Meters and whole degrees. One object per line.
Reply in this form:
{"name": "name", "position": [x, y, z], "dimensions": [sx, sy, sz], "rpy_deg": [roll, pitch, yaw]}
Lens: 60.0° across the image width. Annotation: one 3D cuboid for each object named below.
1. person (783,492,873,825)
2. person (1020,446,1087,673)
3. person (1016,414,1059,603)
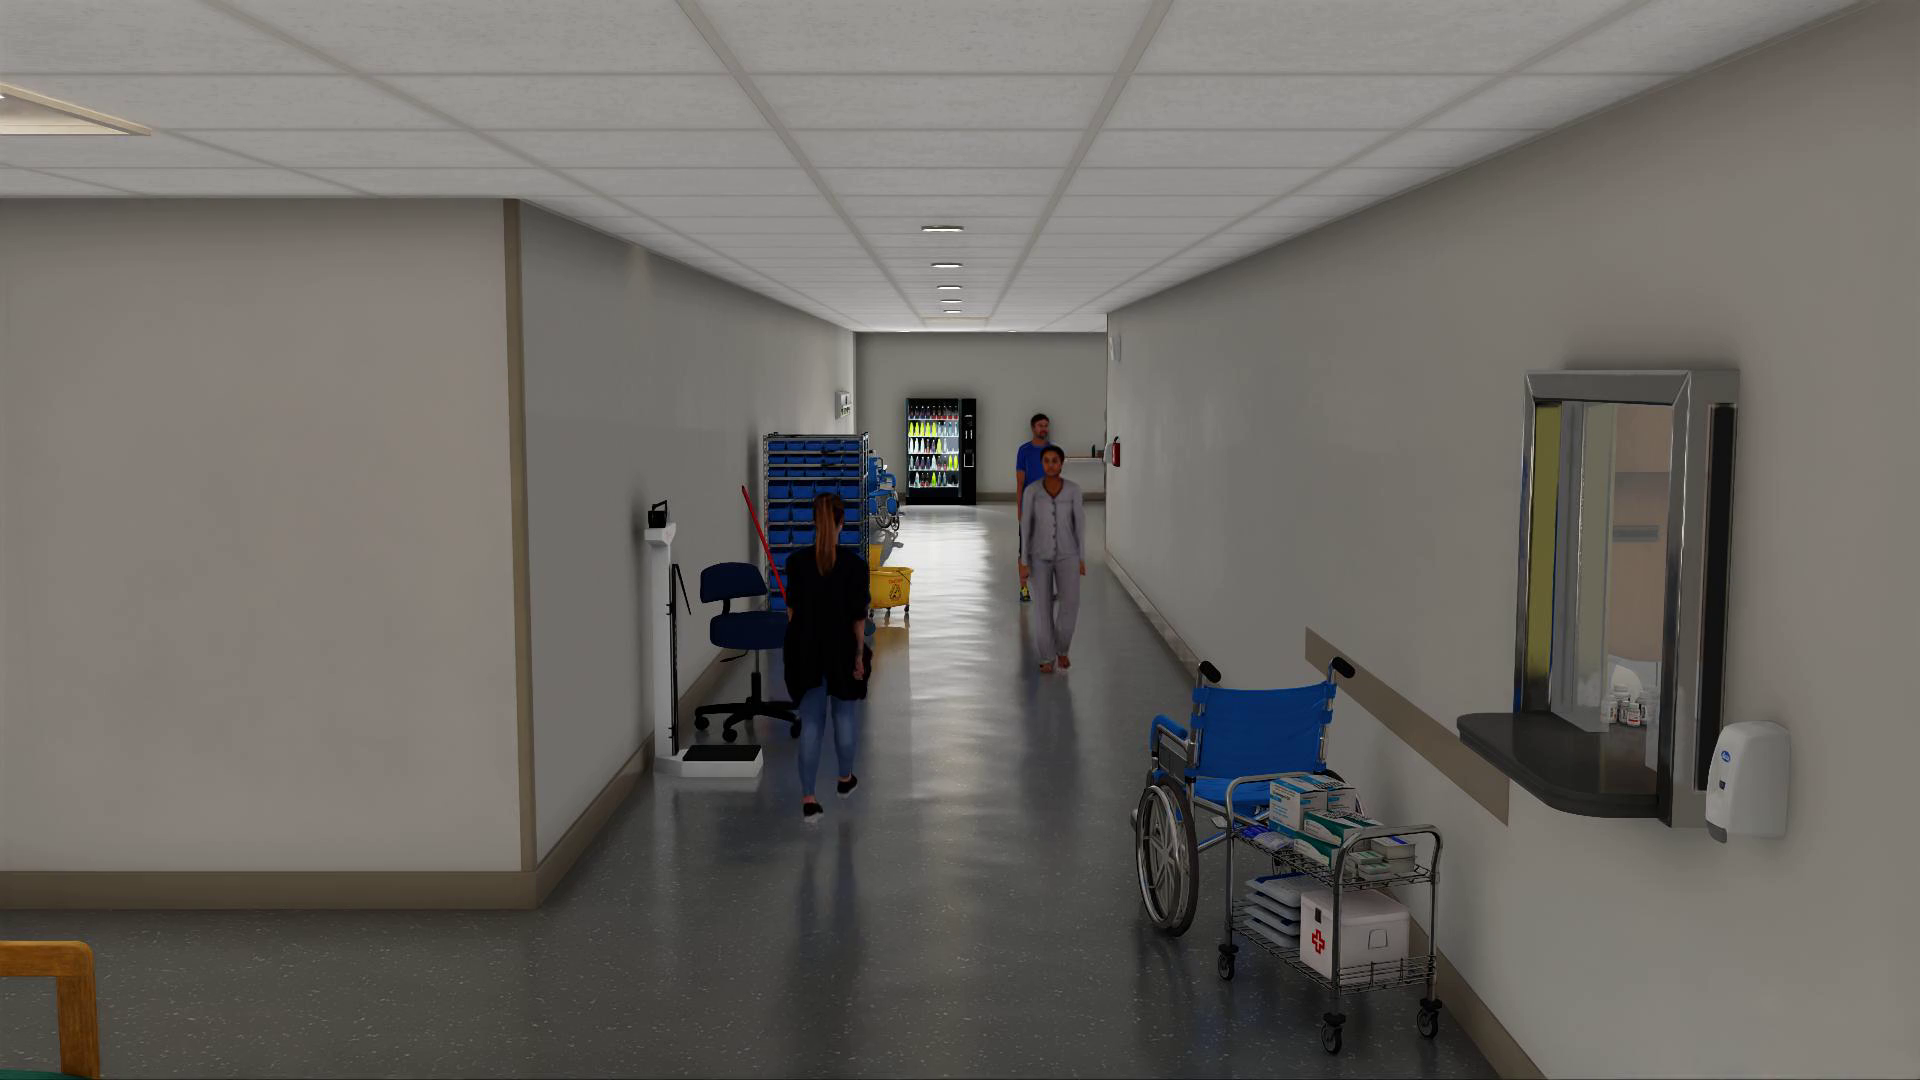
{"name": "person", "position": [-0.699, 0.624, 8.342], "dimensions": [1.075, 1.638, 0.770], "rpy_deg": [1, 6, 8]}
{"name": "person", "position": [0.715, 0.136, 12.764], "dimensions": [0.564, 1.724, 0.718], "rpy_deg": [0, 6, 2]}
{"name": "person", "position": [0.781, -0.328, 16.653], "dimensions": [0.596, 1.870, 0.731], "rpy_deg": [-2, 6, -17]}
